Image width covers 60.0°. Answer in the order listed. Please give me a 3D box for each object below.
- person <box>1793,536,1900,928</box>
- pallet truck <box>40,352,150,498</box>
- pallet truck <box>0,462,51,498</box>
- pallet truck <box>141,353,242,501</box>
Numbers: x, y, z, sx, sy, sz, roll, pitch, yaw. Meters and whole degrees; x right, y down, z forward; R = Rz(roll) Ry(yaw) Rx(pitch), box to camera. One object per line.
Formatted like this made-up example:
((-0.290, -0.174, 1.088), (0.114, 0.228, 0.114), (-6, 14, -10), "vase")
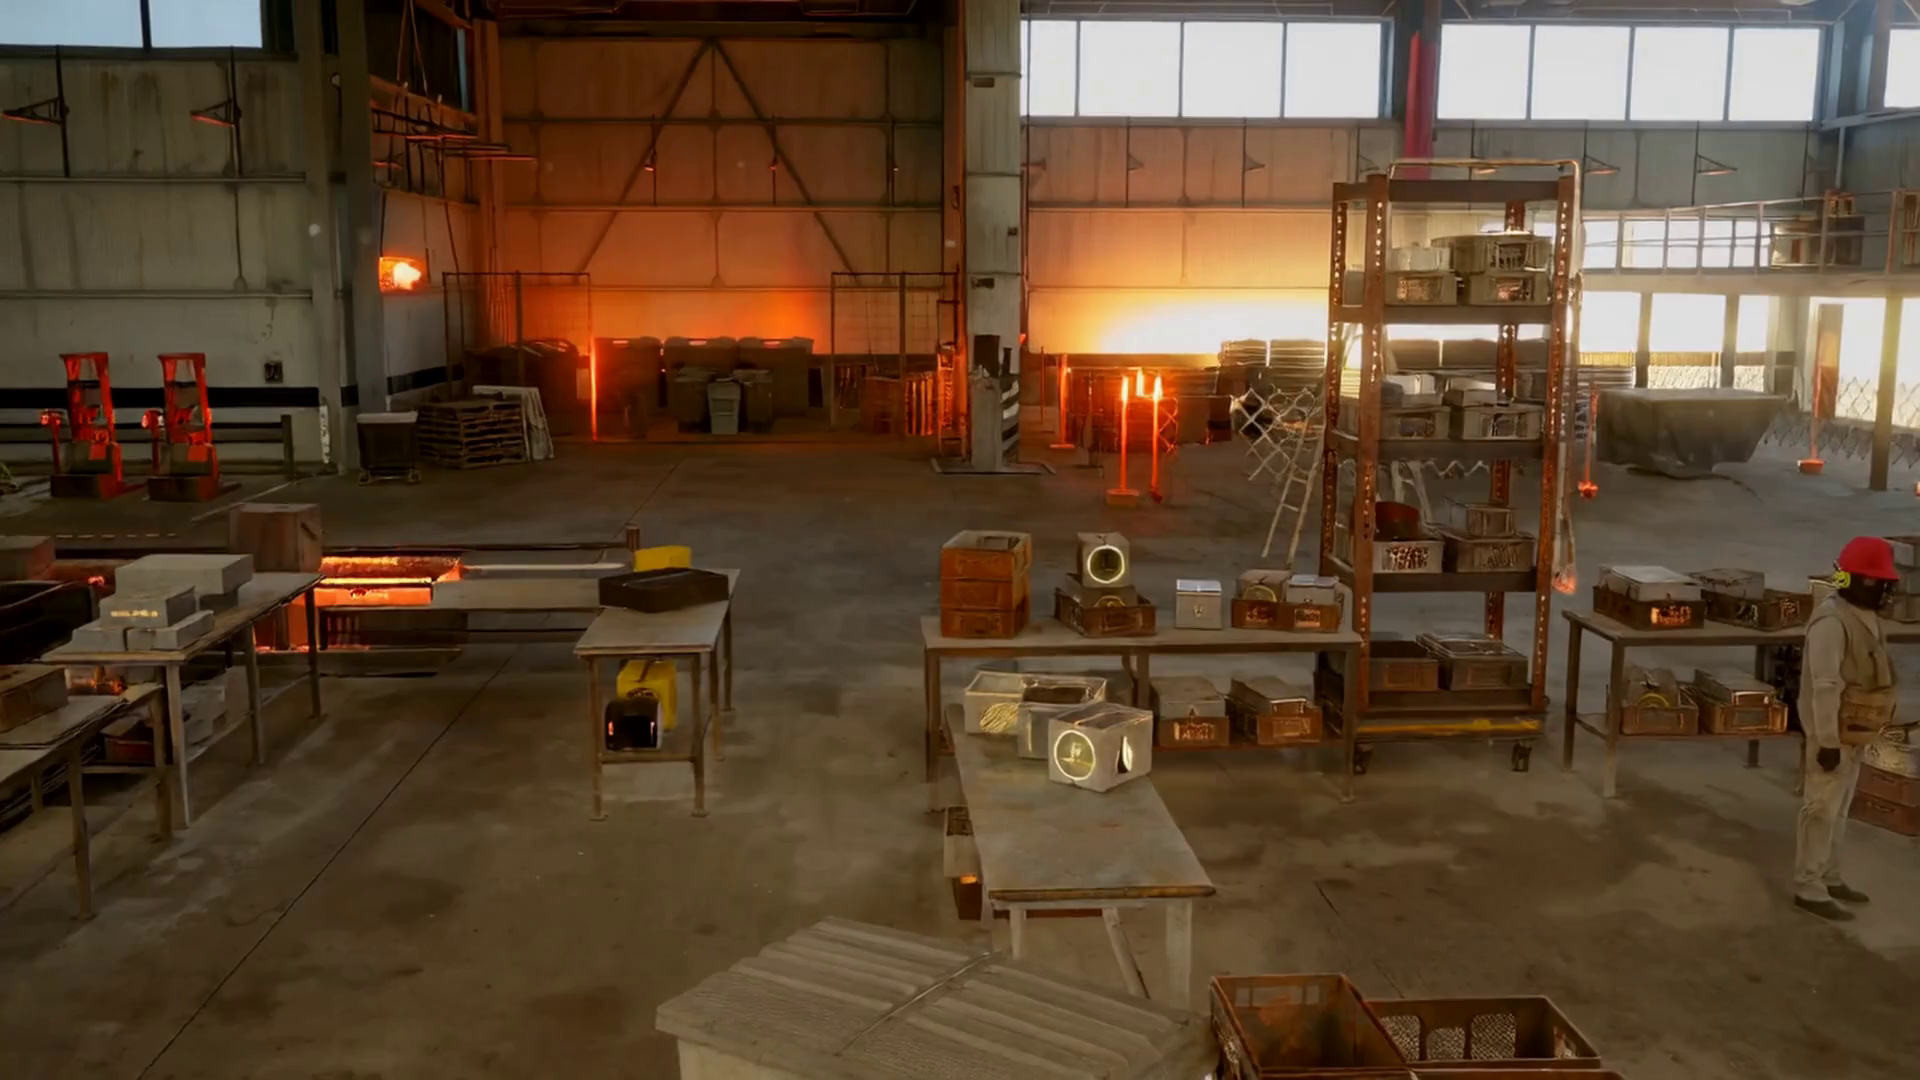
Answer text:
((4.181, 0.882, 7.850), (0.404, 1.827, 0.590), (8, 12, 43), "person")
((-11.907, -1.642, 23.165), (0.823, 1.965, 1.885), (0, 9, 0), "pallet truck")
((-13.193, -1.293, 23.148), (0.653, 1.274, 1.630), (-1, 9, -4), "pallet truck")
((-10.520, -1.604, 22.925), (0.823, 1.965, 1.885), (-1, 9, -6), "pallet truck")
